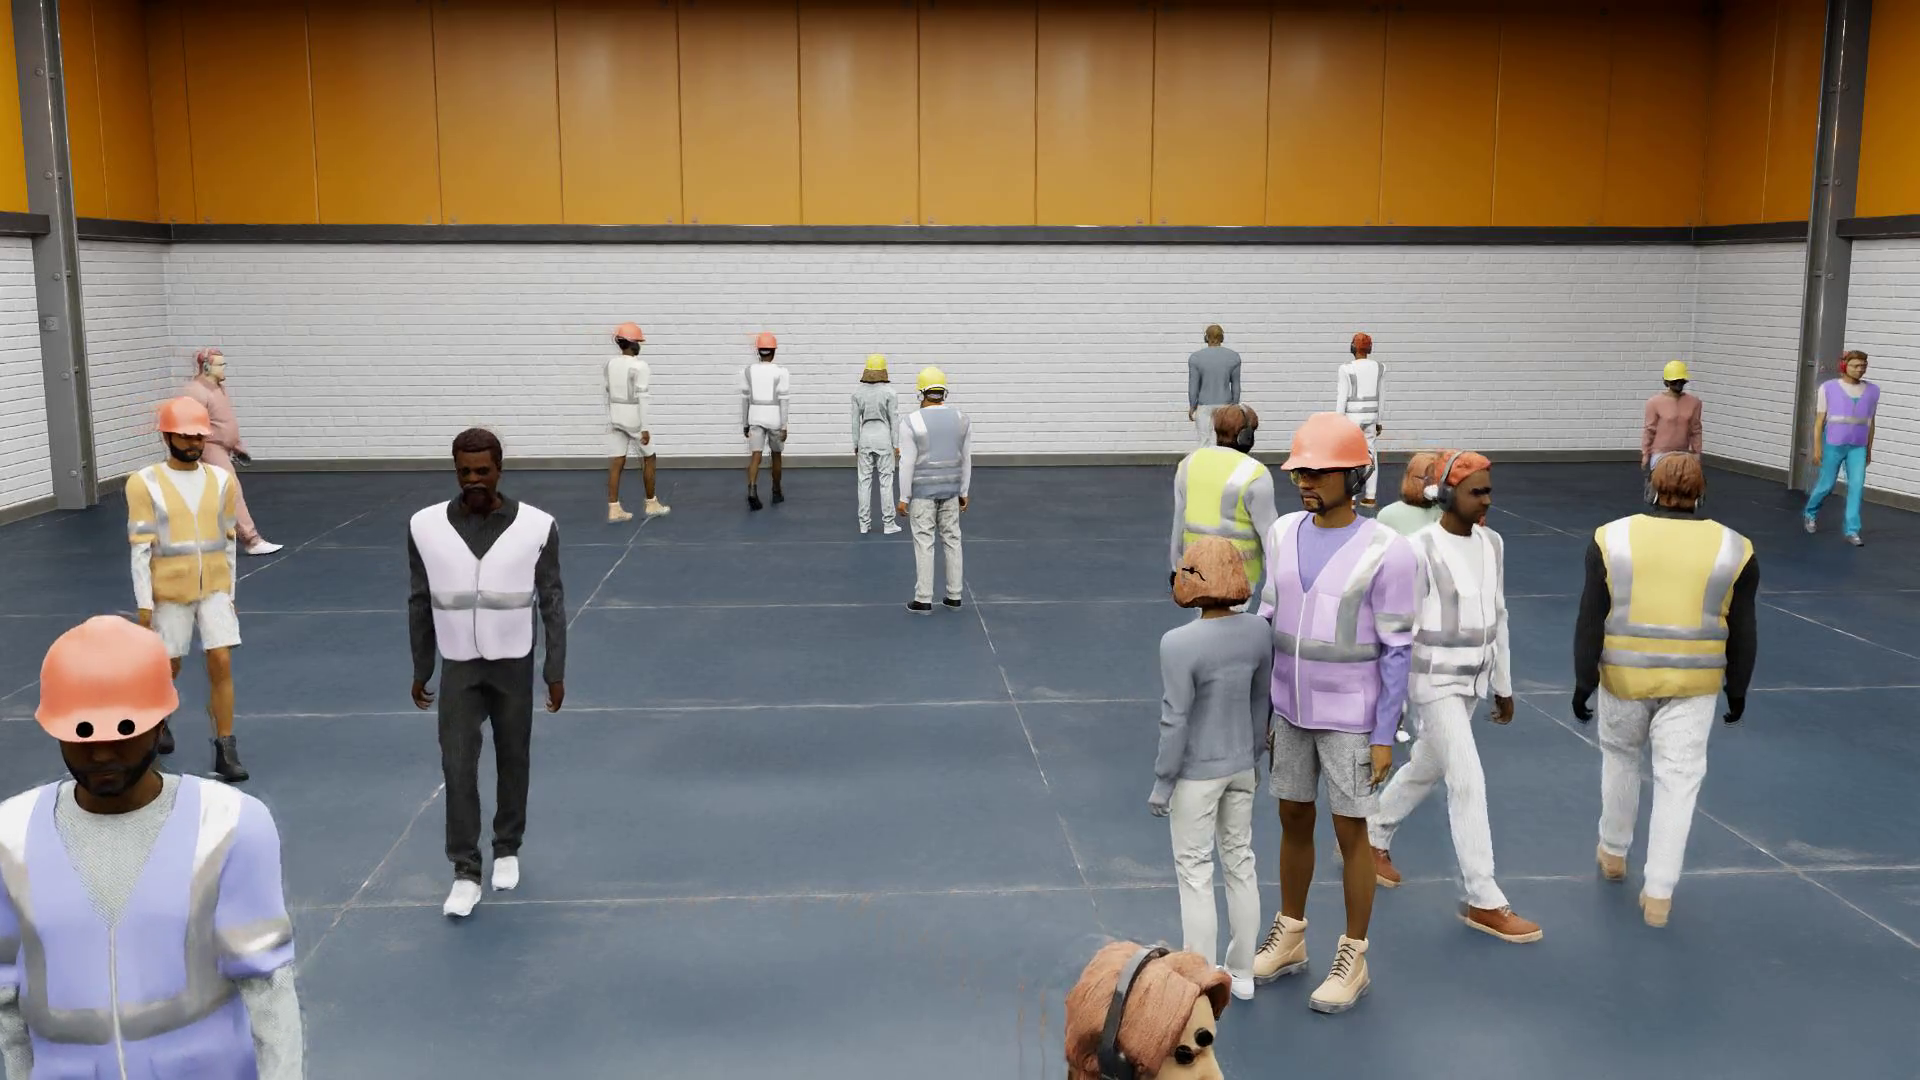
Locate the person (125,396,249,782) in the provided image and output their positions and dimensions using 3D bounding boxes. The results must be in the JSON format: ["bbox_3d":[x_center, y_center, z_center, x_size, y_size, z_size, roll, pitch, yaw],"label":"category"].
[{"bbox_3d":[-3.904,0.225,8.372,0.873,1.915,0.552,9,13,44],"label":"person"}]

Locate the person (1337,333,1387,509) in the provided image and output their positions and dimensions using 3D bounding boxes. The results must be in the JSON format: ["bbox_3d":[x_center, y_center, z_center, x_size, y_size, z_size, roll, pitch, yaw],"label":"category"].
[{"bbox_3d":[4.285,-1.273,17.849,0.573,1.883,0.355,-3,9,-16],"label":"person"}]

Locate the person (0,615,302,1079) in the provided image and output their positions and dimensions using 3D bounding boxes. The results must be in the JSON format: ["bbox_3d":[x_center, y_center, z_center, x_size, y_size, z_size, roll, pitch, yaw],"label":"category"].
[{"bbox_3d":[-1.540,1.065,3.157,0.560,1.877,1.045,-2,9,-15],"label":"person"}]

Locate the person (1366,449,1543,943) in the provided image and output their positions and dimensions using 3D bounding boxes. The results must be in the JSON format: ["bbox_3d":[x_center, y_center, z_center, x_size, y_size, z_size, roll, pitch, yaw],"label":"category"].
[{"bbox_3d":[1.883,0.554,6.520,0.589,1.844,0.964,-7,12,-38],"label":"person"}]

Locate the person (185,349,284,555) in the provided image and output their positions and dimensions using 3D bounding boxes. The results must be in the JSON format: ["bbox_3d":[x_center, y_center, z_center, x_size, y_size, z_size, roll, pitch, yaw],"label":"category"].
[{"bbox_3d":[-6.620,-0.770,14.799,1.014,1.855,0.643,-2,9,-11],"label":"person"}]

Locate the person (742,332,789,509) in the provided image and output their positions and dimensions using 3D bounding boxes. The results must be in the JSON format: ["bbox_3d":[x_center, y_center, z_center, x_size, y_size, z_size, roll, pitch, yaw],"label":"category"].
[{"bbox_3d":[-2.103,-1.287,17.893,0.554,1.904,0.956,2,9,10],"label":"person"}]

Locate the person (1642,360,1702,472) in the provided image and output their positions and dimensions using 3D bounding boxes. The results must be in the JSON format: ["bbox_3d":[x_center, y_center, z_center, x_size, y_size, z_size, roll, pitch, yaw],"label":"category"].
[{"bbox_3d":[6.515,-0.791,15.281,0.551,1.736,0.577,0,9,-2],"label":"person"}]

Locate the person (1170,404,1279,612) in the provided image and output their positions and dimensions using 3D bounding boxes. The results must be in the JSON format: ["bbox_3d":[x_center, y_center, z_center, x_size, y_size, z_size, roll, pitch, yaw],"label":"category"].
[{"bbox_3d":[1.544,0.158,9.097,0.918,1.798,0.660,-6,11,-35],"label":"person"}]

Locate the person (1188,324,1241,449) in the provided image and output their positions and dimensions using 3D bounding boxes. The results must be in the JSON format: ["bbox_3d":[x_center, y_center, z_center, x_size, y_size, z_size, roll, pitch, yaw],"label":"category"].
[{"bbox_3d":[2.967,-1.559,19.471,0.630,1.938,0.372,-1,9,-4],"label":"person"}]

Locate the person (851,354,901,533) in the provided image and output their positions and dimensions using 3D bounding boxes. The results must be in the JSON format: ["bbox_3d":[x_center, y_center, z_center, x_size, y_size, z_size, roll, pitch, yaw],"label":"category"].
[{"bbox_3d":[-0.810,-0.932,16.137,0.485,1.745,0.296,2,9,15],"label":"person"}]

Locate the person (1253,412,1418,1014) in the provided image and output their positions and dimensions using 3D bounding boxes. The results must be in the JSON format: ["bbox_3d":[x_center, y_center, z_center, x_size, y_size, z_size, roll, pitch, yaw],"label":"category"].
[{"bbox_3d":[1.236,0.583,5.685,0.381,2.045,0.605,-8,12,-40],"label":"person"}]

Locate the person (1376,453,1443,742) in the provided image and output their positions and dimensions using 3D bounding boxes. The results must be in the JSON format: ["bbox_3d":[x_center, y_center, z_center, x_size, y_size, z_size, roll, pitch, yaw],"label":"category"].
[{"bbox_3d":[2.410,0.336,8.642,0.520,1.579,0.845,-3,9,-16],"label":"person"}]

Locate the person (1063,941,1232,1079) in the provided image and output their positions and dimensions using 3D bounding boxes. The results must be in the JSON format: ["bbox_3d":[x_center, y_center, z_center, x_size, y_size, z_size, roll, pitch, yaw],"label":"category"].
[{"bbox_3d":[0.201,1.322,2.412,0.827,1.604,0.514,5,10,27],"label":"person"}]

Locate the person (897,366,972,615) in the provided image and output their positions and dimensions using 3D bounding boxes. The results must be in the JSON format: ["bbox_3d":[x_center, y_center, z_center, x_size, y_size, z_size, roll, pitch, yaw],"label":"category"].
[{"bbox_3d":[-0.201,-0.363,12.292,0.600,1.830,0.403,-5,10,-29],"label":"person"}]

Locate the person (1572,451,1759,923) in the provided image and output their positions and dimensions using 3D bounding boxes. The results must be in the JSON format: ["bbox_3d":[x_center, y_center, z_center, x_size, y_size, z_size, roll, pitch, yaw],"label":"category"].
[{"bbox_3d":[2.801,0.543,6.651,0.660,1.811,0.856,3,10,21],"label":"person"}]

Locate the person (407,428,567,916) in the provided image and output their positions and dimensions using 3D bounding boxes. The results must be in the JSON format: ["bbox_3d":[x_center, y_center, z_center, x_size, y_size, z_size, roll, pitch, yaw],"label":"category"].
[{"bbox_3d":[-1.868,0.517,6.551,0.621,1.893,0.788,-2,9,-10],"label":"person"}]

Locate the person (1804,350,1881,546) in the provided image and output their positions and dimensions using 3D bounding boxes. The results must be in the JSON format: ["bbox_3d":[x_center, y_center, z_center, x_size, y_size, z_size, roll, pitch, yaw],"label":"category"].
[{"bbox_3d":[8.296,-0.889,15.643,0.575,1.814,0.836,1,9,4],"label":"person"}]

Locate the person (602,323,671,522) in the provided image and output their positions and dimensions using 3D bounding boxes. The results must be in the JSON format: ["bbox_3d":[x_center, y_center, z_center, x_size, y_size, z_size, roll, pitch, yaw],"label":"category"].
[{"bbox_3d":[-3.298,-1.201,16.982,0.661,2.009,0.857,6,11,32],"label":"person"}]

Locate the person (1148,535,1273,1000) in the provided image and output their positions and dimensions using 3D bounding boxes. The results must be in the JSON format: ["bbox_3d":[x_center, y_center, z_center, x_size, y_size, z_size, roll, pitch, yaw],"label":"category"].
[{"bbox_3d":[0.847,0.795,5.642,0.508,1.632,0.271,-7,11,-37],"label":"person"}]
